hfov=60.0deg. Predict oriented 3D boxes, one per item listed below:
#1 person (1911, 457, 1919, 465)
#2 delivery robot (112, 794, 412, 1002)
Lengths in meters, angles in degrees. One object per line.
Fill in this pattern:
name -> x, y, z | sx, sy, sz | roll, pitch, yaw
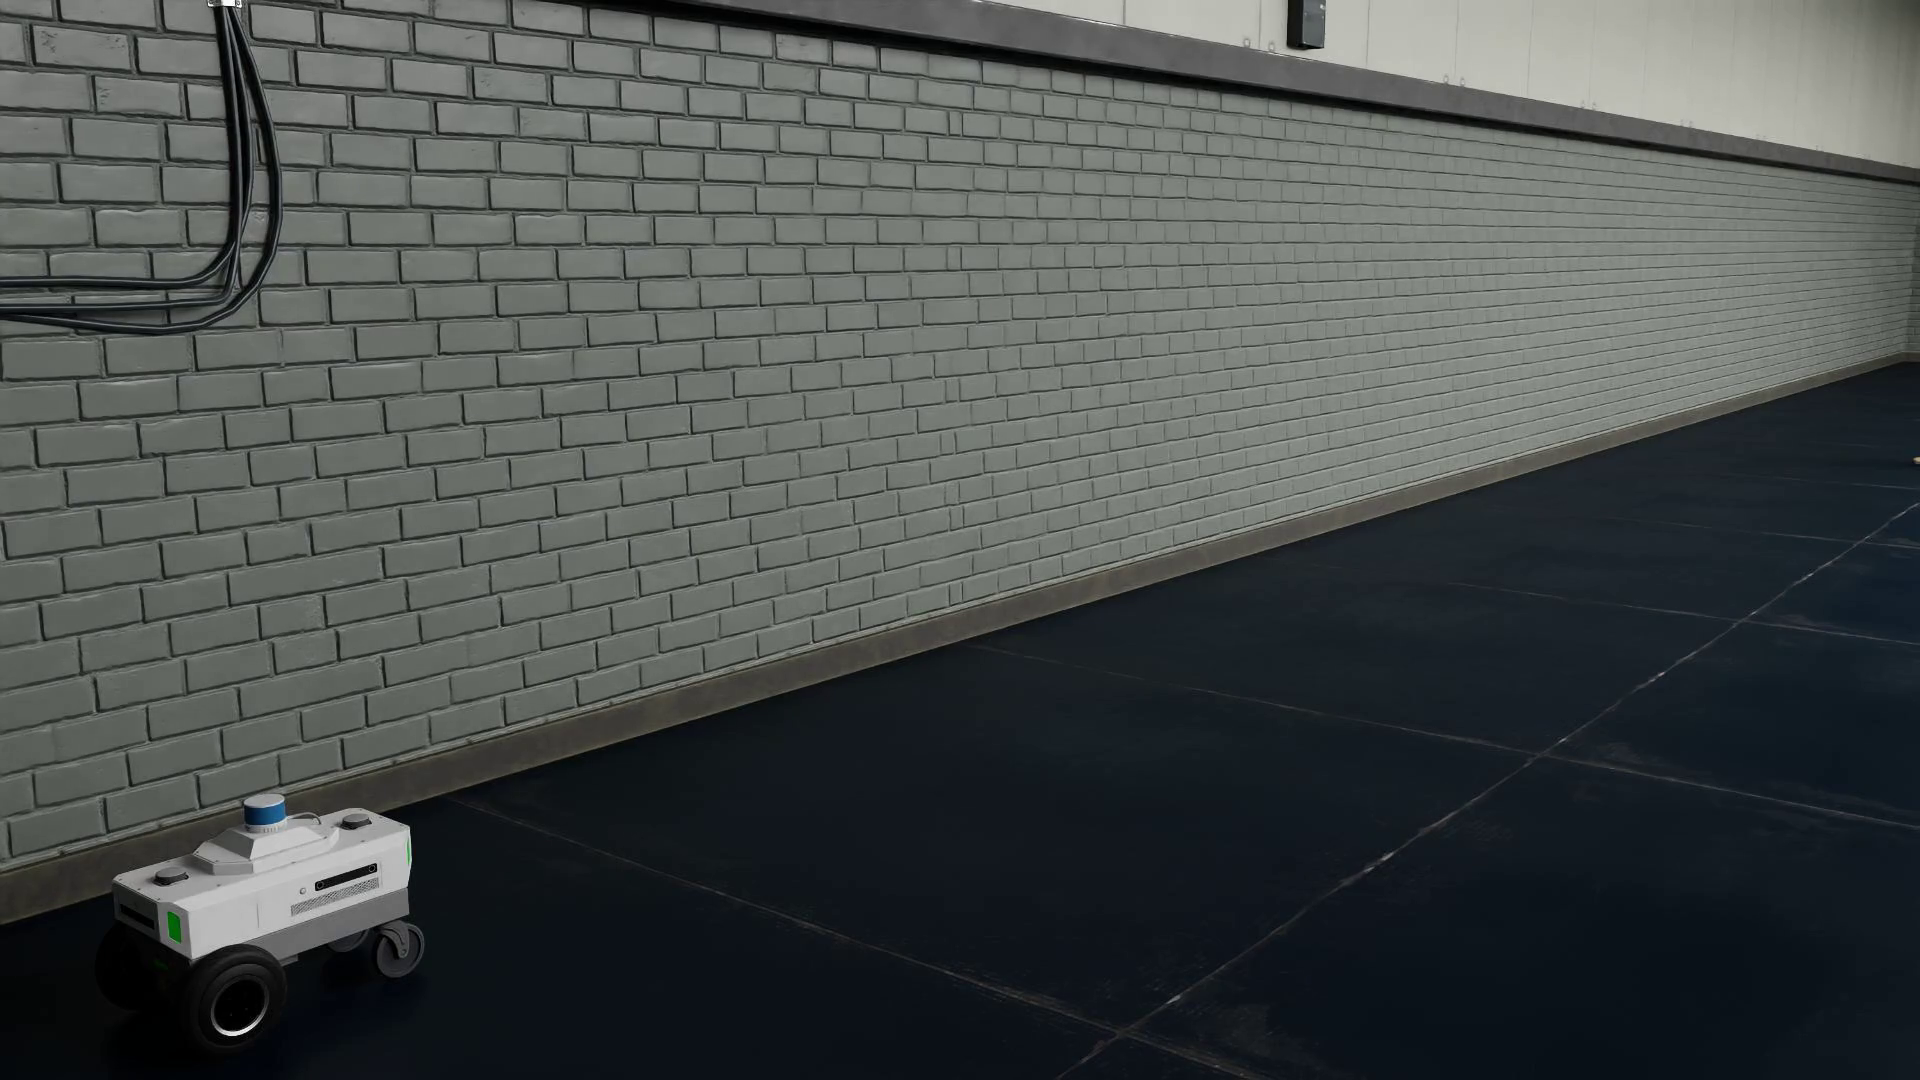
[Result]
person -> 8.747, -1.478, 14.666 | 0.319, 1.694, 0.532 | -4, 11, -20
delivery robot -> -1.825, 0.917, 4.407 | 0.477, 0.478, 0.707 | 8, 13, 38
